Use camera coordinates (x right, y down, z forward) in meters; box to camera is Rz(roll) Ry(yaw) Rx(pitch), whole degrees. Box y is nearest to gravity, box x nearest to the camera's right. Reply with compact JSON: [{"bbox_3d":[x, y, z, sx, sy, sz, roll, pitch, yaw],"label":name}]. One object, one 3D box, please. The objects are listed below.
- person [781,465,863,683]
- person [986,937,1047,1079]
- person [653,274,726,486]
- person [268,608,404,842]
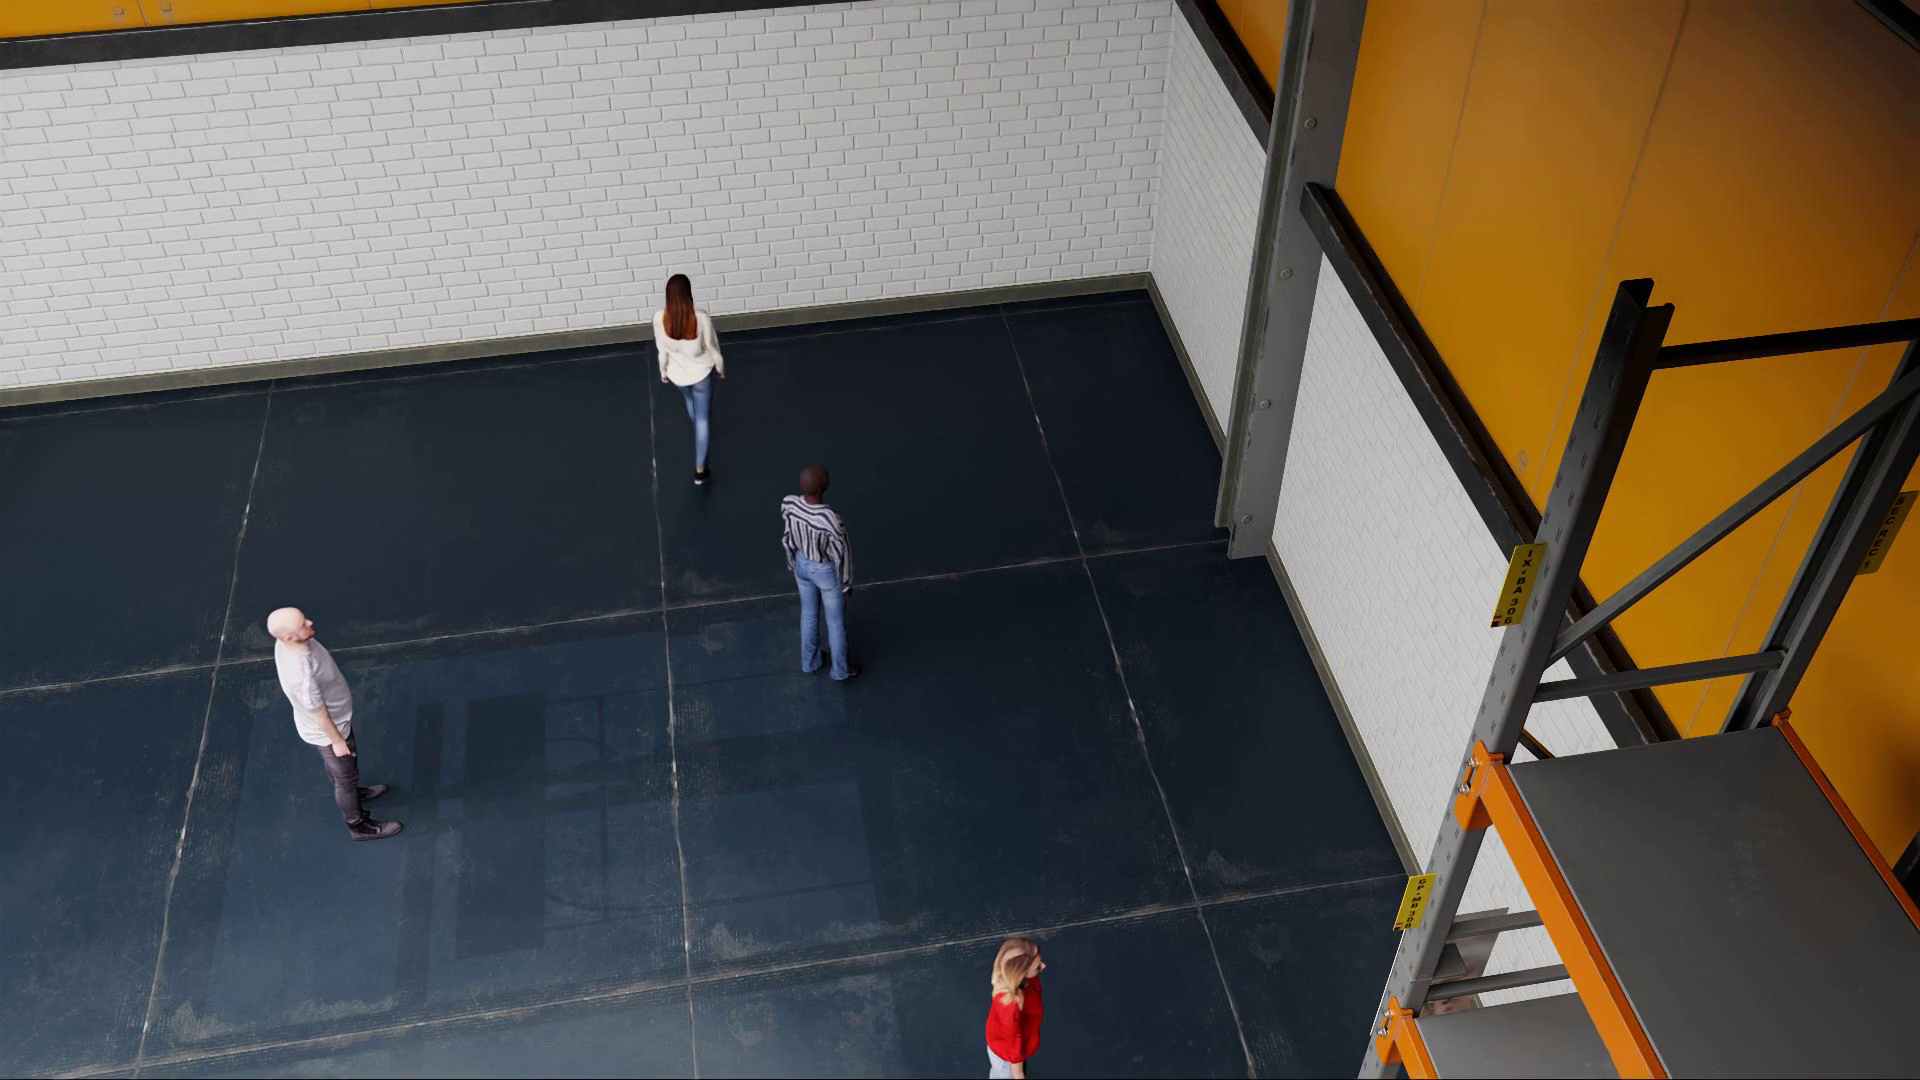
[{"bbox_3d":[-0.891,0.228,10.572,0.692,1.795,0.741,23,48,22],"label":"person"},{"bbox_3d":[0.258,2.484,8.270,0.714,1.704,0.494,0,44,0],"label":"person"},{"bbox_3d":[-1.957,-1.155,12.127,0.840,1.653,1.154,6,44,6],"label":"person"},{"bbox_3d":[-3.696,1.052,9.680,0.777,1.832,0.624,-19,47,-19],"label":"person"}]
